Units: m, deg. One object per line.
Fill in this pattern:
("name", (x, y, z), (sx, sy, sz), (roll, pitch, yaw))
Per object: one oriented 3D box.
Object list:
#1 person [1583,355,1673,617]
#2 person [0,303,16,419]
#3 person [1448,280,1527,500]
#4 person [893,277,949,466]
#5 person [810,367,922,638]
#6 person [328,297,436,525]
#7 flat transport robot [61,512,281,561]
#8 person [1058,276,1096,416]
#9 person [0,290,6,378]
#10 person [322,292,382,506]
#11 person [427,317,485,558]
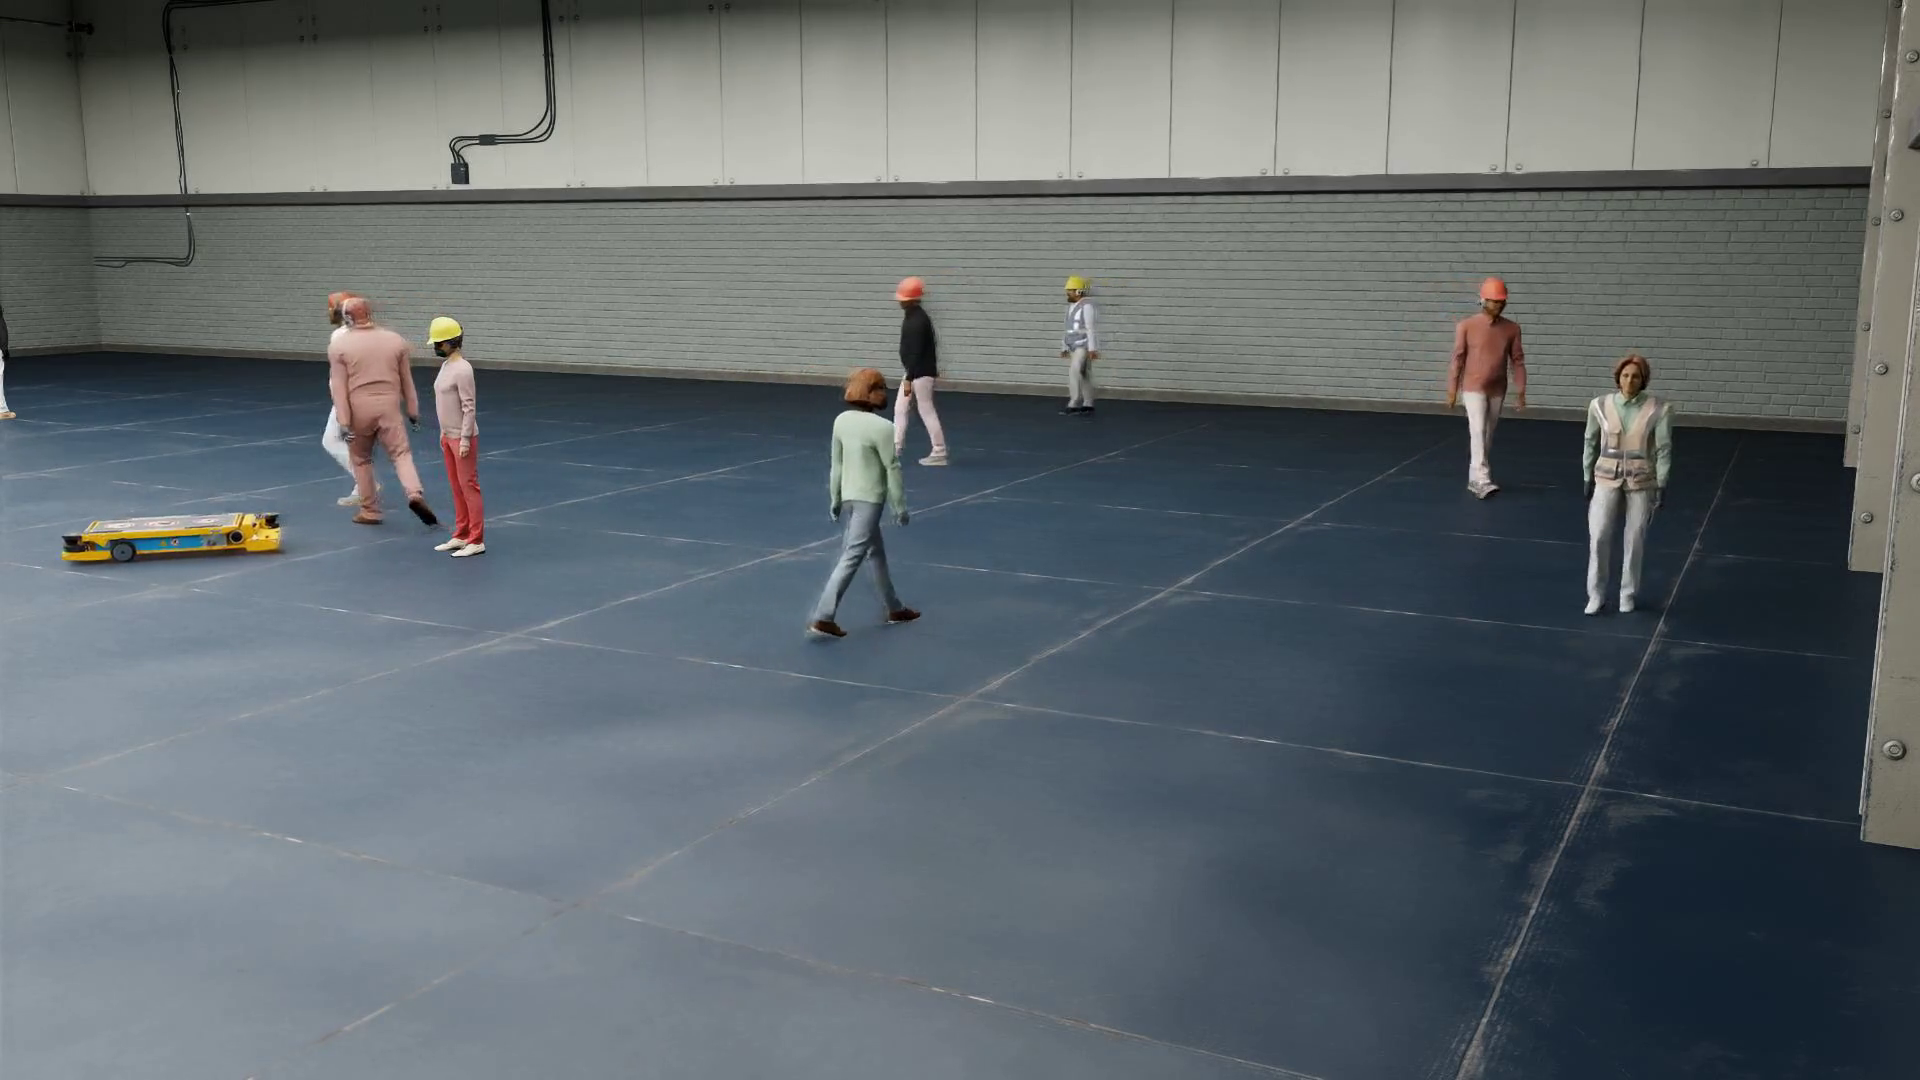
("person", (4.094, -0.323, 10.249), (0.526, 1.618, 0.622), (5, 12, 27))
("person", (-12.474, -2.457, 21.292), (0.635, 1.840, 0.429), (1, 10, 3))
("person", (4.759, -1.335, 14.872), (0.647, 1.944, 0.996), (-1, 10, -7))
("person", (-0.510, -1.683, 16.822), (0.880, 1.928, 0.687), (-3, 11, -16))
("person", (-0.567, -0.228, 9.823), (0.872, 1.590, 0.510), (-8, 13, -39))
("person", (-4.652, -1.005, 13.325), (0.686, 1.864, 0.799), (-8, 13, -37))
("flat transport robot", (-5.838, -0.036, 12.369), (1.431, 0.197, 0.652), (-4, 11, -20))
("person", (1.497, -2.524, 21.716), (0.721, 1.814, 0.637), (-4, 11, -21))
("person", (-15.872, -3.545, 27.008), (0.640, 1.918, 0.676), (0, 10, 1))
("person", (-5.286, -1.200, 14.359), (0.415, 1.866, 0.599), (0, 10, 2))
("person", (-3.715, -0.753, 12.227), (0.325, 1.760, 0.523), (-7, 13, -35))
